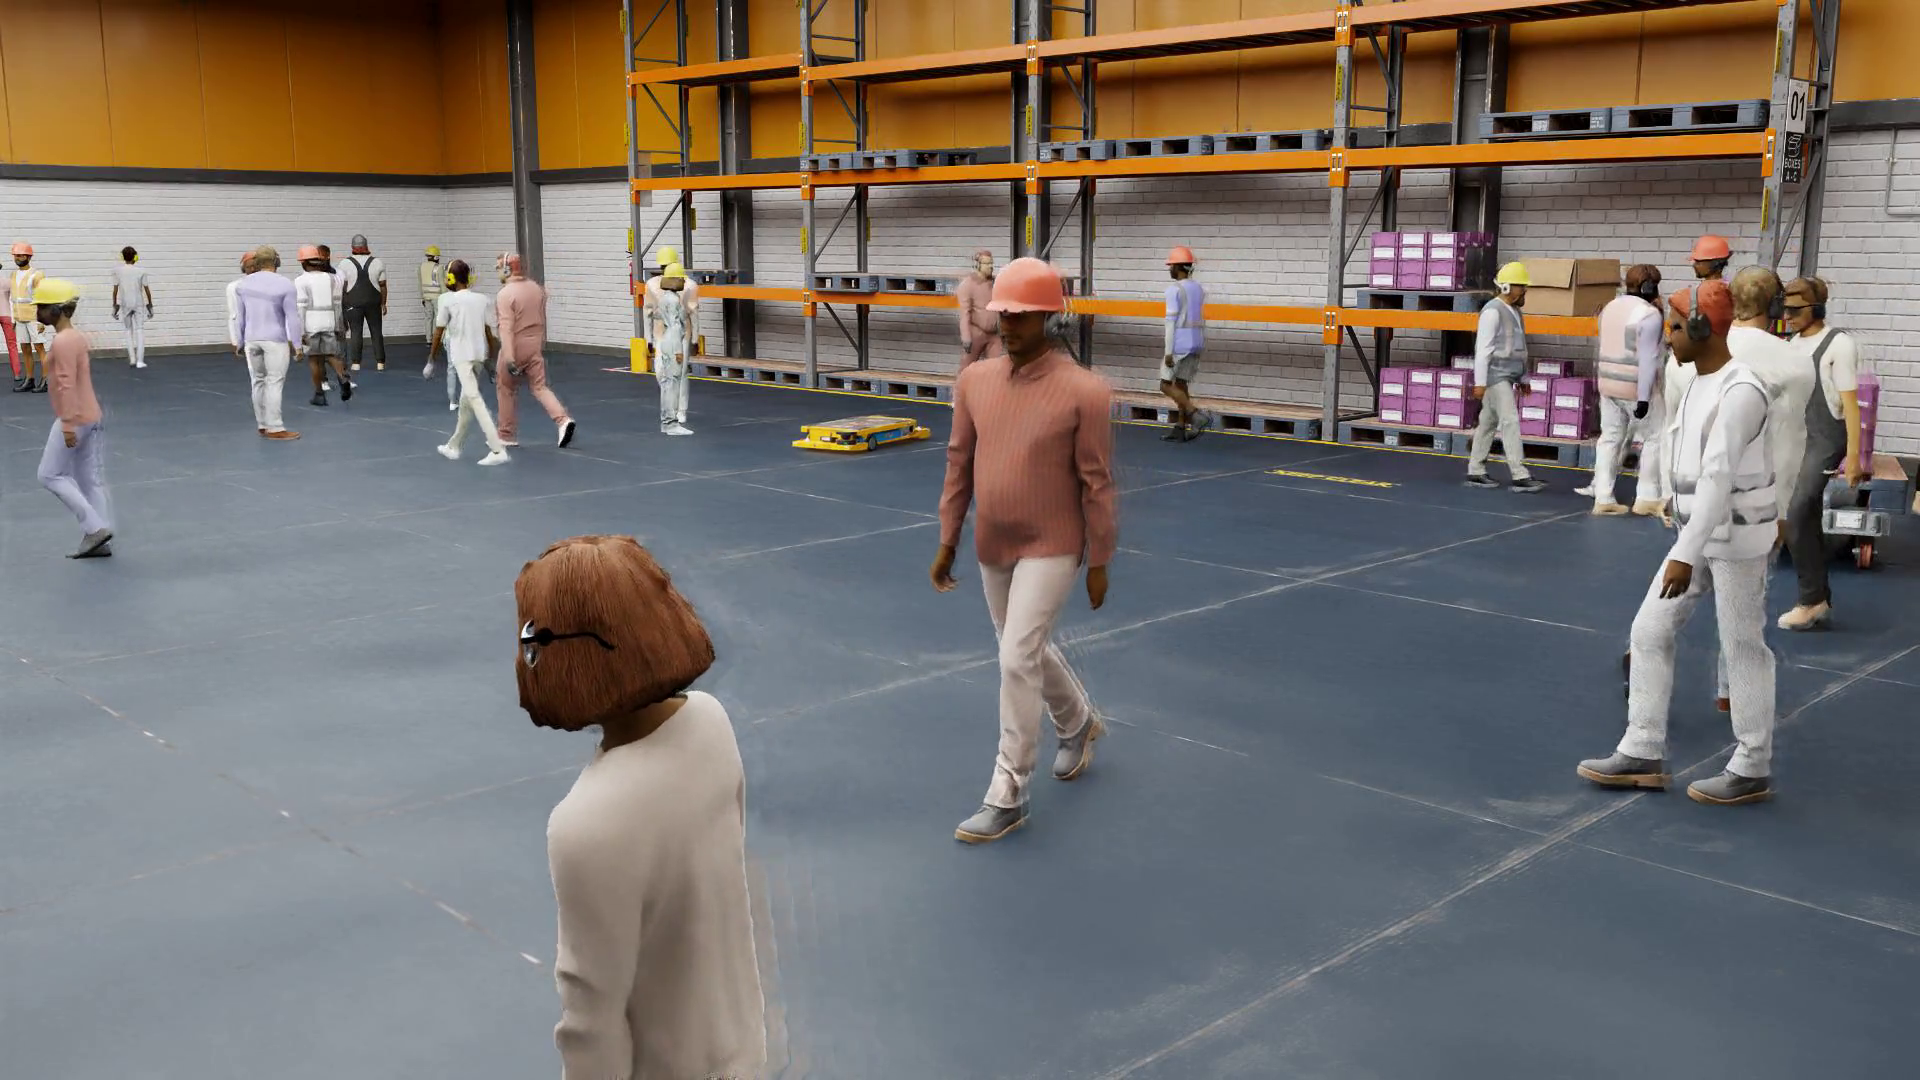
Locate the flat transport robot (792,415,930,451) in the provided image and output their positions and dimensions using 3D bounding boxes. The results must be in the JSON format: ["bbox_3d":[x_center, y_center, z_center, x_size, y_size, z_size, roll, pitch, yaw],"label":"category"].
[{"bbox_3d":[-0.935,-1.039,16.040,0.652,0.197,1.431,6,12,30],"label":"flat transport robot"}]

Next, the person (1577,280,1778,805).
[{"bbox_3d":[2.577,0.027,5.879,0.765,1.858,0.617,0,10,2],"label":"person"}]

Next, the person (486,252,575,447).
[{"bbox_3d":[-4.128,-1.796,15.814,0.893,1.871,0.645,5,11,25],"label":"person"}]

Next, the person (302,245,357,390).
[{"bbox_3d":[-8.170,-2.859,21.558,0.634,1.881,0.891,-9,14,-41],"label":"person"}]

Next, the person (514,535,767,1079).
[{"bbox_3d":[-0.366,0.787,2.388,0.456,1.614,0.523,2,11,13],"label":"person"}]

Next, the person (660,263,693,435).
[{"bbox_3d":[-2.903,-1.948,16.977,0.320,1.742,0.492,-4,11,-20],"label":"person"}]

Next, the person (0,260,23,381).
[{"bbox_3d":[-13.286,-3.064,22.993,0.522,1.772,0.299,-7,12,-32],"label":"person"}]

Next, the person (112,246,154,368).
[{"bbox_3d":[-12.719,-3.584,25.605,0.572,1.850,0.657,-3,11,-15],"label":"person"}]

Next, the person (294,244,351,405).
[{"bbox_3d":[-7.561,-2.529,19.683,0.589,1.916,0.570,9,14,40],"label":"person"}]

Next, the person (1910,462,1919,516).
[{"bbox_3d":[7.157,-0.991,11.924,0.537,1.691,0.323,-2,11,-9],"label":"person"}]

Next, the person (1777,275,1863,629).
[{"bbox_3d":[4.327,-0.439,8.535,0.528,1.819,0.551,-2,11,-10],"label":"person"}]

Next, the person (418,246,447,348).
[{"bbox_3d":[-9.499,-4.394,30.080,0.601,1.827,0.403,5,11,25],"label":"person"}]

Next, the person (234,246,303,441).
[{"bbox_3d":[-6.858,-1.951,16.562,0.716,1.915,0.622,2,11,10],"label":"person"}]

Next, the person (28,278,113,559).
[{"bbox_3d":[-5.523,-0.734,10.313,0.386,1.752,0.552,-3,11,-18],"label":"person"}]

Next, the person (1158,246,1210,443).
[{"bbox_3d":[2.188,-1.876,16.100,0.553,1.922,0.556,9,14,42],"label":"person"}]

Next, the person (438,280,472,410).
[{"bbox_3d":[-5.787,-2.313,19.267,0.497,1.634,0.287,3,11,14],"label":"person"}]

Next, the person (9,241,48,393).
[{"bbox_3d":[-12.001,-2.860,21.411,0.545,1.943,0.347,3,11,17],"label":"person"}]

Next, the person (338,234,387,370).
[{"bbox_3d":[-9.006,-3.586,25.099,0.690,2.000,0.538,-5,11,-25],"label":"person"}]

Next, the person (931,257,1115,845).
[{"bbox_3d":[0.271,-0.006,5.828,0.616,1.960,0.956,8,13,38],"label":"person"}]

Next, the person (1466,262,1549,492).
[{"bbox_3d":[4.402,-1.277,13.144,0.804,1.800,0.627,8,13,35],"label":"person"}]

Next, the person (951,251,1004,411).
[{"bbox_3d":[0.228,-2.284,18.518,0.662,1.860,1.007,-8,13,-38],"label":"person"}]

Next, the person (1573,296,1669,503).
[{"bbox_3d":[5.009,-1.038,12.396,0.768,1.593,0.573,1,10,5],"label":"person"}]

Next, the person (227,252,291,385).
[{"bbox_3d":[-7.683,-2.225,18.236,0.591,1.842,0.975,-6,12,-31],"label":"person"}]

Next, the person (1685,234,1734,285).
[{"bbox_3d":[5.838,-1.356,12.980,0.458,2.021,0.634,4,11,22],"label":"person"}]

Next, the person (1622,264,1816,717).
[{"bbox_3d":[3.107,-0.171,6.857,0.738,1.917,0.636,-7,13,-35],"label":"person"}]

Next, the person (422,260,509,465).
[{"bbox_3d":[-4.393,-1.574,14.771,1.003,1.811,0.538,8,13,35],"label":"person"}]

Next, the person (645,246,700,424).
[{"bbox_3d":[-3.084,-2.192,17.851,0.602,1.903,0.438,0,10,0],"label":"person"}]

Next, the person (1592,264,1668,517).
[{"bbox_3d":[4.898,-1.068,11.988,0.652,1.821,0.629,-3,11,-17],"label":"person"}]
